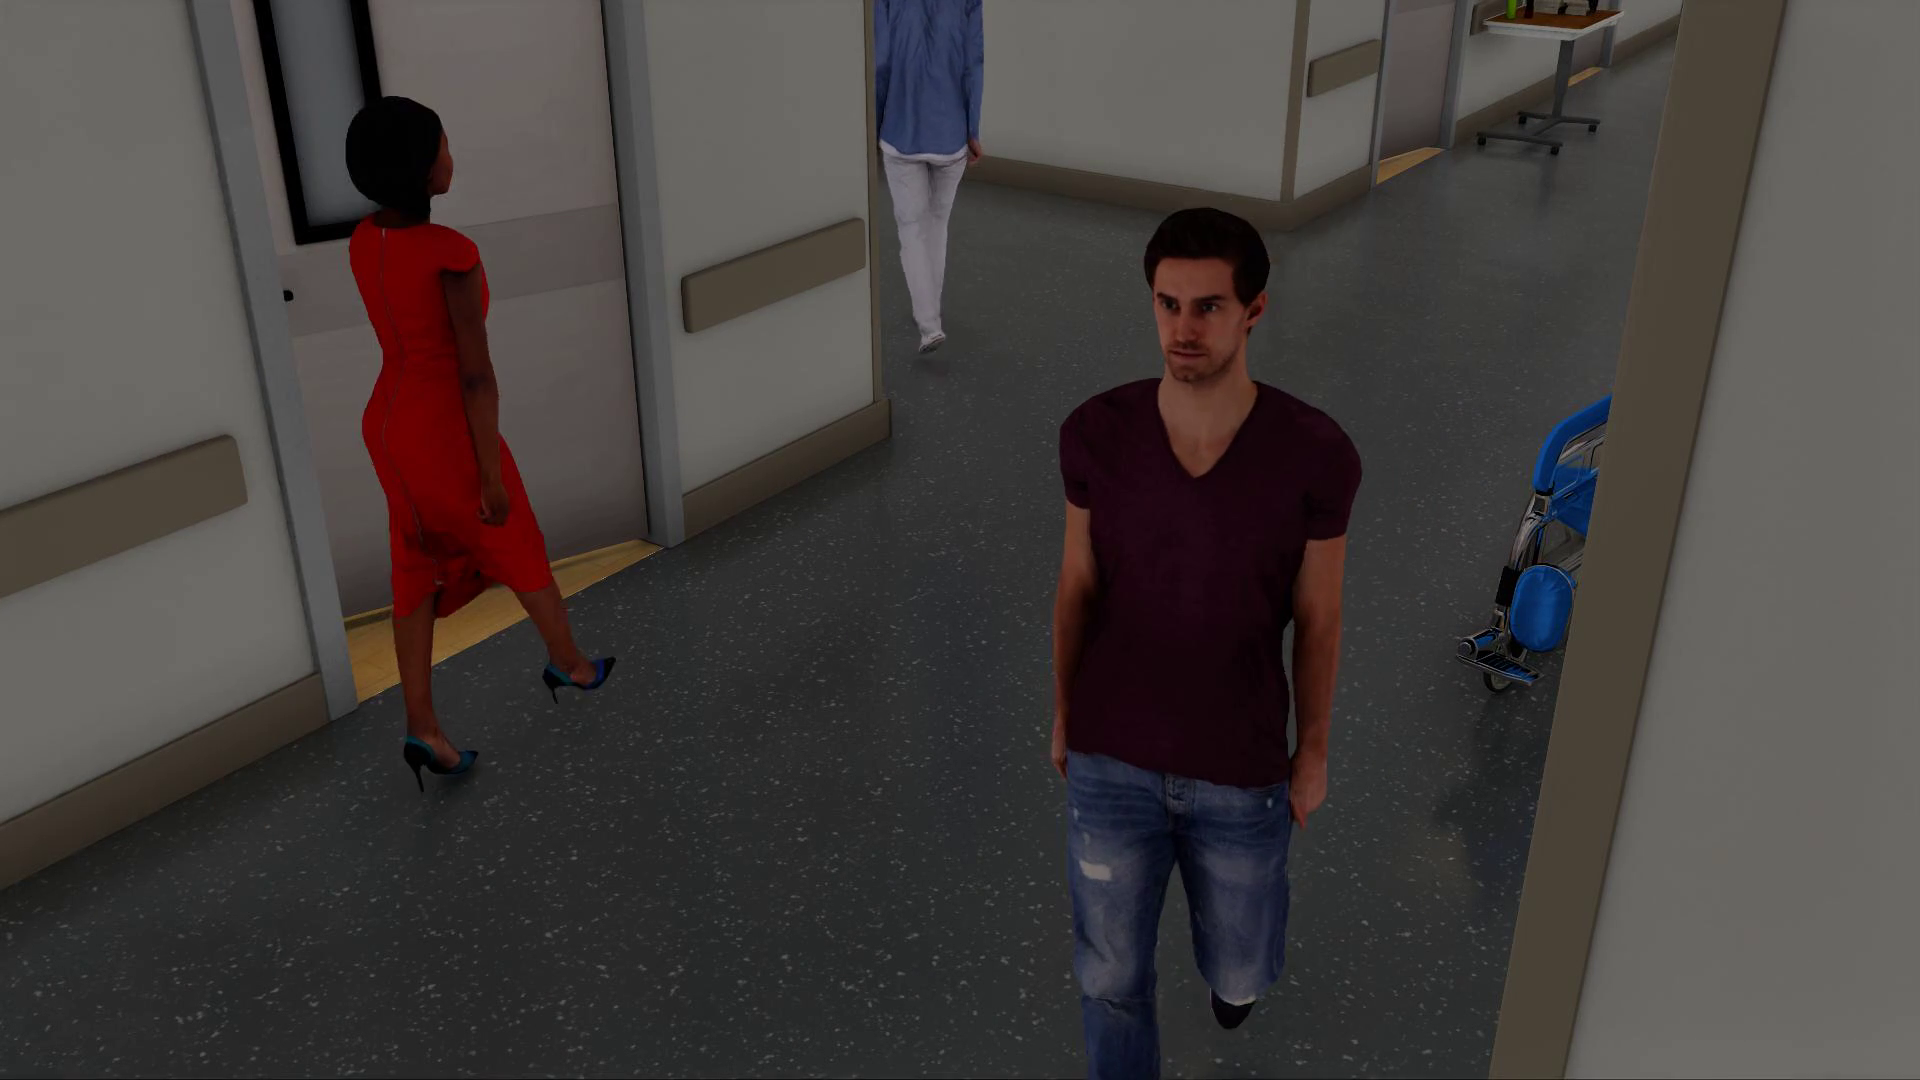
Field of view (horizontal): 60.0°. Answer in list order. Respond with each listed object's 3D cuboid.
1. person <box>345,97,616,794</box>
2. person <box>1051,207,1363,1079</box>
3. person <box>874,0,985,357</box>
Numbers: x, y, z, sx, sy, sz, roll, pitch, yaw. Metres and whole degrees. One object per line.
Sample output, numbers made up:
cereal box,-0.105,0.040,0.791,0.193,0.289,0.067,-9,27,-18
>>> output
person,-1.328,-0.161,4.042,0.658,1.717,0.951,14,29,26
person,0.411,0.318,2.911,0.813,1.837,1.072,9,27,18
person,-0.141,-1.702,7.065,1.131,1.867,1.178,-5,26,-11
